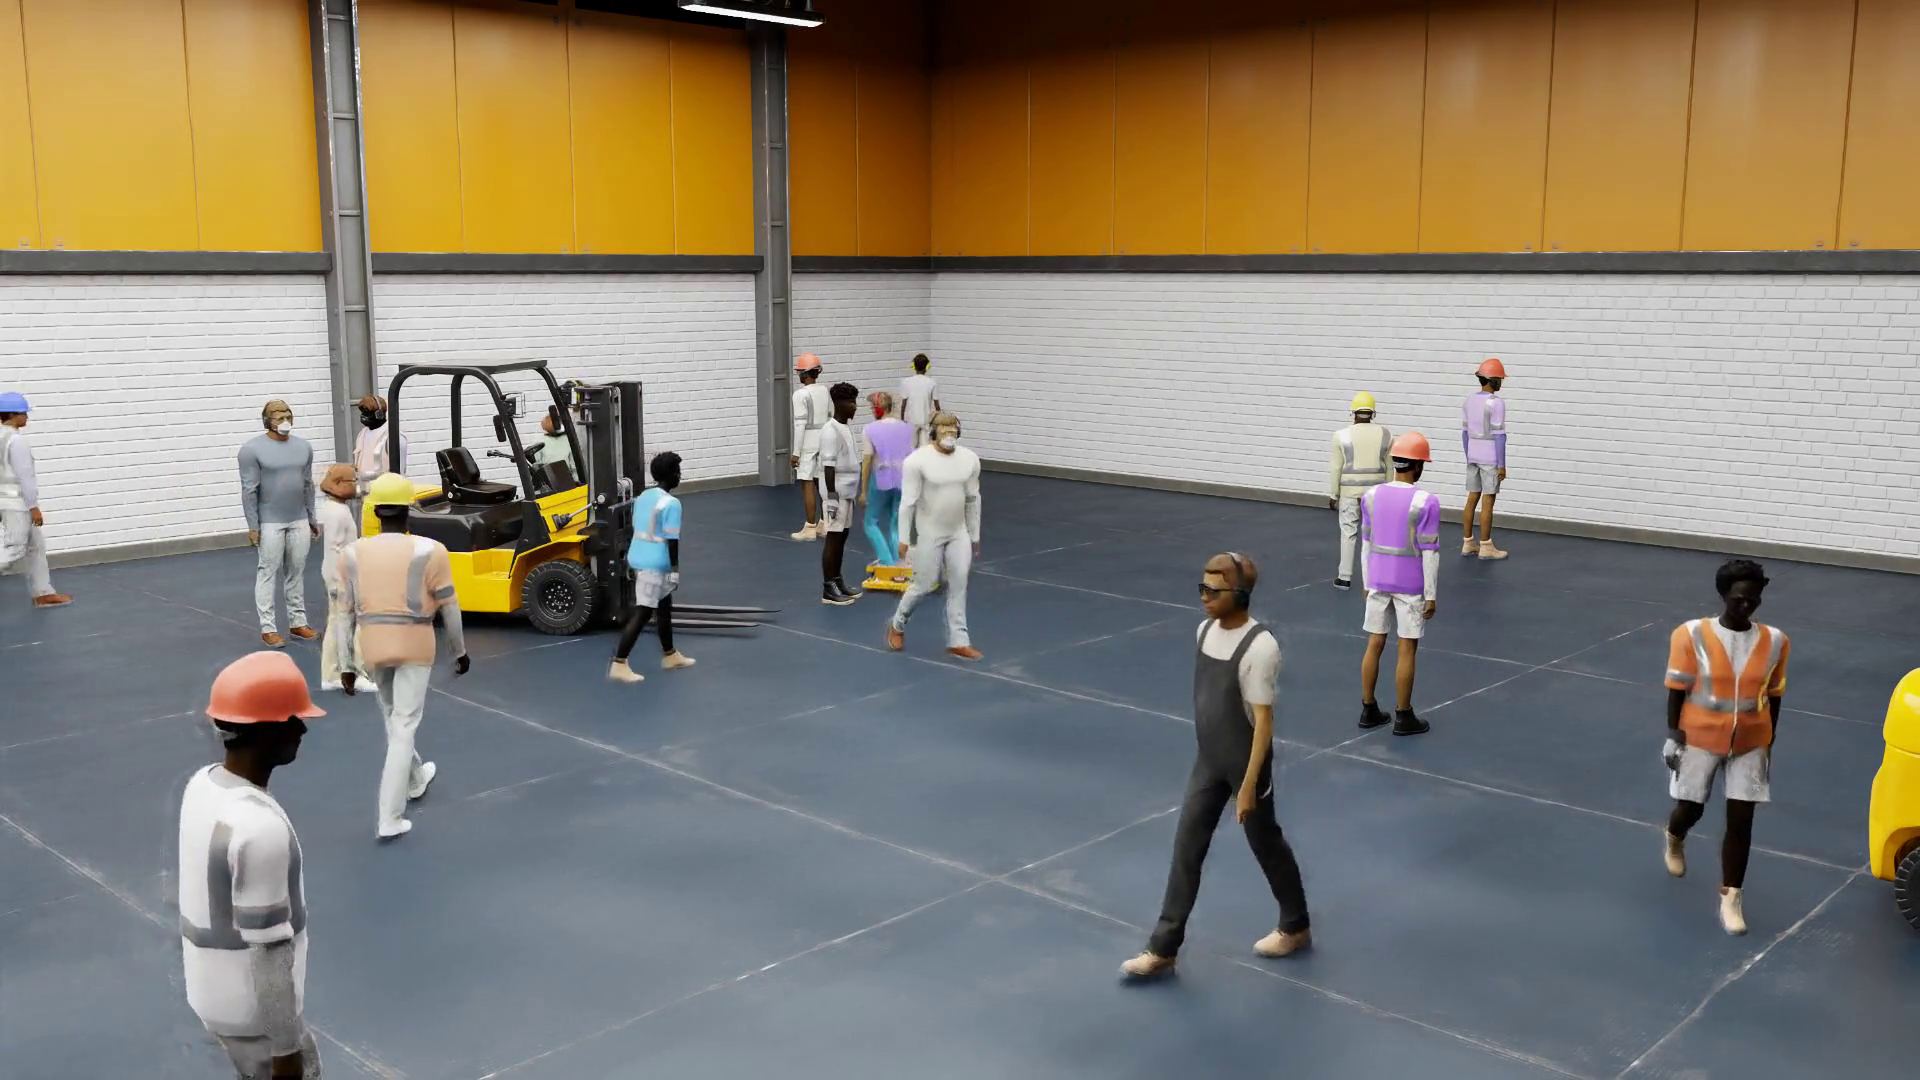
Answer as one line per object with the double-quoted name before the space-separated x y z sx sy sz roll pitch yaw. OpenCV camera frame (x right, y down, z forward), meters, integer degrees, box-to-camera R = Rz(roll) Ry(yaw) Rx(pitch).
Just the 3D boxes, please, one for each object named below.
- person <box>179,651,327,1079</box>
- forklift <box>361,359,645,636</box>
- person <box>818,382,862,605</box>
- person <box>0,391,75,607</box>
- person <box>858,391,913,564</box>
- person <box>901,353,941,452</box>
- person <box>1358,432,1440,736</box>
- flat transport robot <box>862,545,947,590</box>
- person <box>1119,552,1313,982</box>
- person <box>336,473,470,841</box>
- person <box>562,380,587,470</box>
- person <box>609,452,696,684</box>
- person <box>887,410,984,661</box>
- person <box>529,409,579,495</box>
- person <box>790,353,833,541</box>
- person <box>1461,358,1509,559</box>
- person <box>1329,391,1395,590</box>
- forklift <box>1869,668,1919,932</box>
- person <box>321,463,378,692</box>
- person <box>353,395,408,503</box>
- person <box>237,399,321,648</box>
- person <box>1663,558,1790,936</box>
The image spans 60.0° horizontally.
"person" -1.977 1.258 4.573 0.556 1.918 0.555 -8 12 -41
"forklift" -3.850 -0.407 13.936 2.313 2.155 1.214 2 9 11
"person" -1.056 -0.420 14.717 0.366 1.962 0.614 2 9 11
"person" -8.148 -0.307 14.201 0.890 1.917 0.606 -9 13 -42
"person" -0.679 -0.474 15.484 0.616 1.820 0.446 -7 12 -37
"person" -0.498 -1.535 21.941 0.544 1.838 0.823 1 9 9
"person" 2.803 0.276 10.570 0.542 1.929 0.380 9 13 44
"flat transport robot" -0.417 0.258 15.744 0.652 0.197 1.431 2 9 13
"person" 1.139 0.934 6.947 0.960 1.798 0.526 -5 11 -29
"person" -2.960 0.582 8.845 0.600 1.872 0.977 1 9 6
"person" -3.875 -0.665 16.572 0.508 1.845 0.587 -5 11 -29
"person" -2.244 0.191 11.971 0.741 1.646 0.540 -6 11 -33
"person" -0.191 -0.046 12.625 0.647 1.917 0.742 -7 11 -35
"person" -3.904 -0.469 16.083 0.498 1.622 0.340 -8 12 -42
"person" -1.638 -1.010 18.096 0.373 2.042 0.614 6 11 31
"person" 5.369 -0.825 16.962 0.374 2.044 0.605 -3 10 -20
"person" 3.680 -0.447 15.292 0.591 1.833 0.403 -1 9 -3
"forklift" 5.205 0.723 7.013 2.313 2.155 1.214 9 13 43
"person" -4.251 0.264 11.610 0.549 1.614 0.508 -4 10 -21
"person" -5.191 -0.383 14.916 0.619 1.836 0.431 7 12 38
"person" -5.321 -0.138 13.067 0.370 1.941 0.627 6 11 34
"person" 3.450 0.887 7.569 0.539 1.679 0.630 1 9 9
